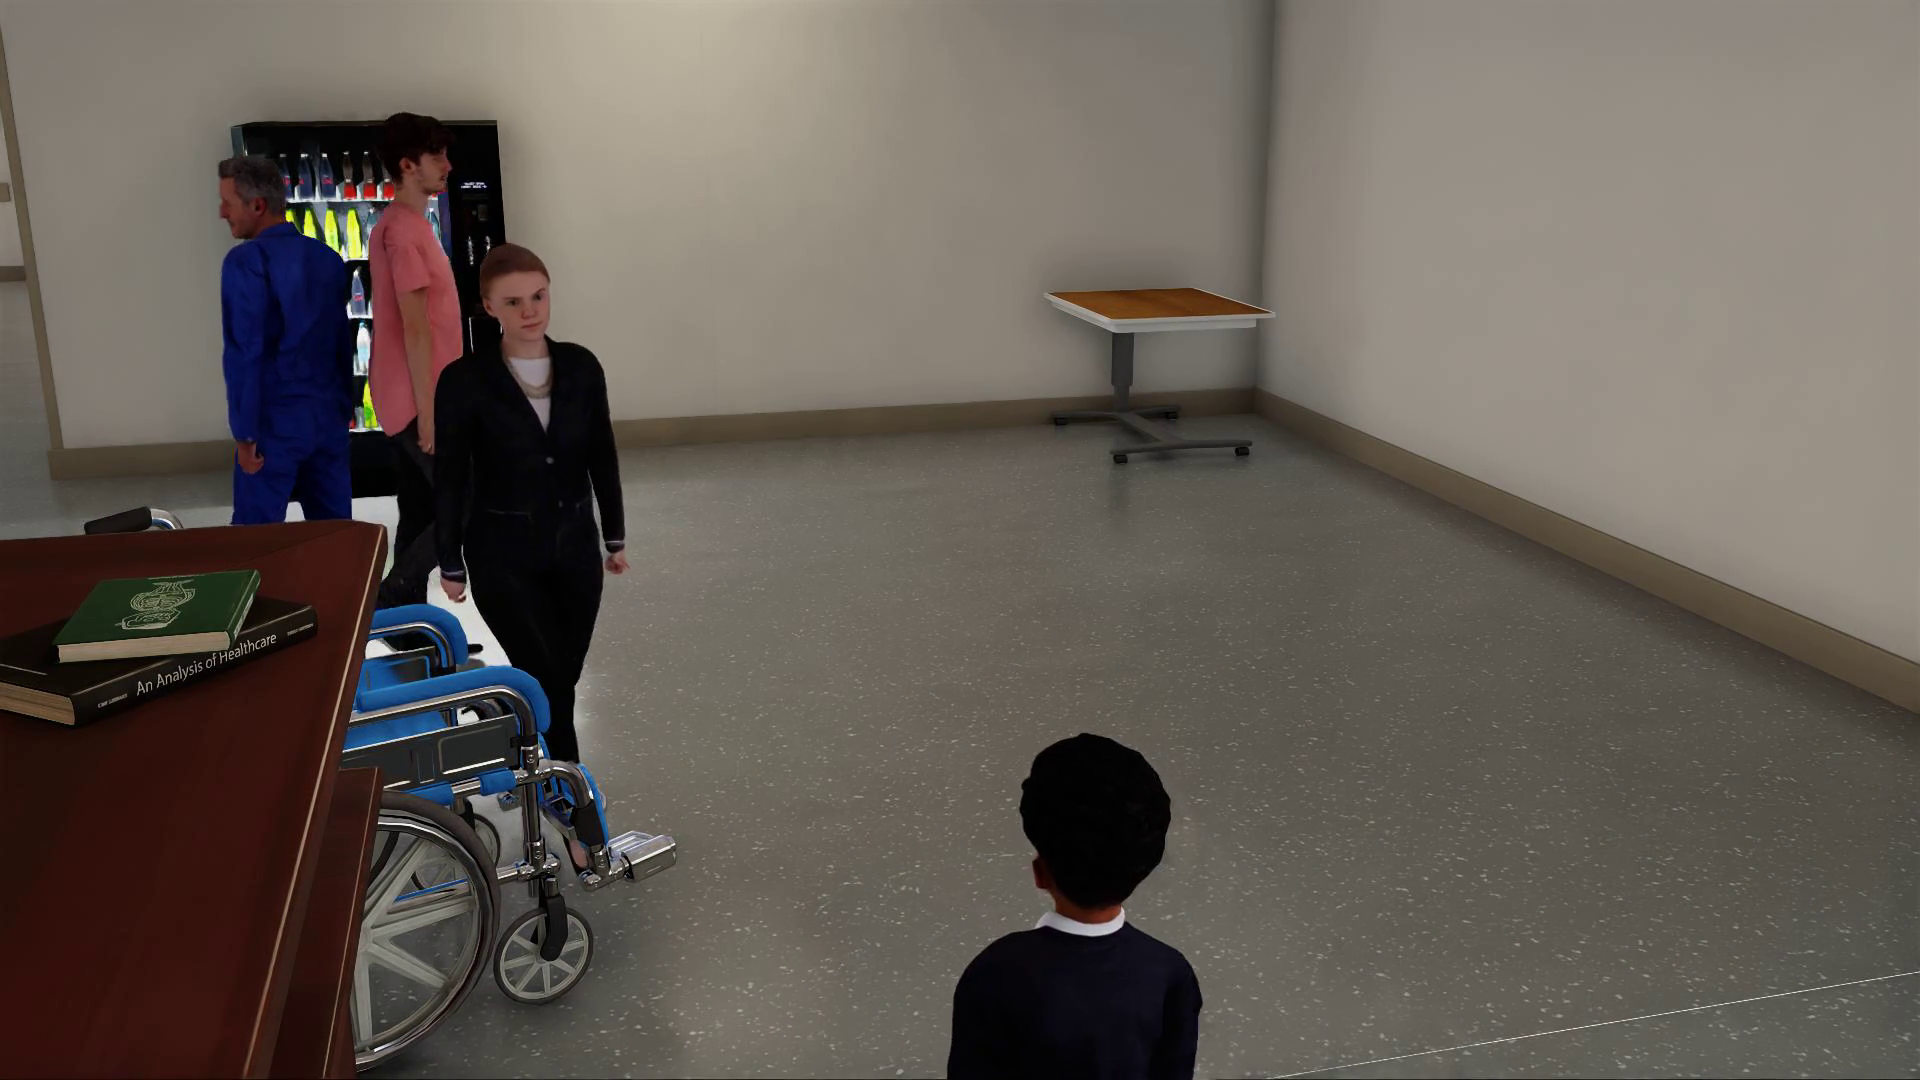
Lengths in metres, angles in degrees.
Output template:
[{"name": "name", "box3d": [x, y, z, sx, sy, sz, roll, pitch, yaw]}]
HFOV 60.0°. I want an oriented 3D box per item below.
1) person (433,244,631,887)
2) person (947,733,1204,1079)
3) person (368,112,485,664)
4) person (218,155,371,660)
[{"name": "person", "box3d": [-1.155, 0.067, 4.374, 1.062, 1.657, 0.977, -14, 21, -41]}, {"name": "person", "box3d": [0.167, 0.874, 2.264, 0.761, 1.209, 0.580, -5, 17, -18]}, {"name": "person", "box3d": [-1.931, -0.448, 5.659, 0.754, 1.951, 0.773, -8, 18, -26]}, {"name": "person", "box3d": [-2.216, -0.380, 5.673, 0.983, 1.812, 0.949, 8, 18, 26]}]
